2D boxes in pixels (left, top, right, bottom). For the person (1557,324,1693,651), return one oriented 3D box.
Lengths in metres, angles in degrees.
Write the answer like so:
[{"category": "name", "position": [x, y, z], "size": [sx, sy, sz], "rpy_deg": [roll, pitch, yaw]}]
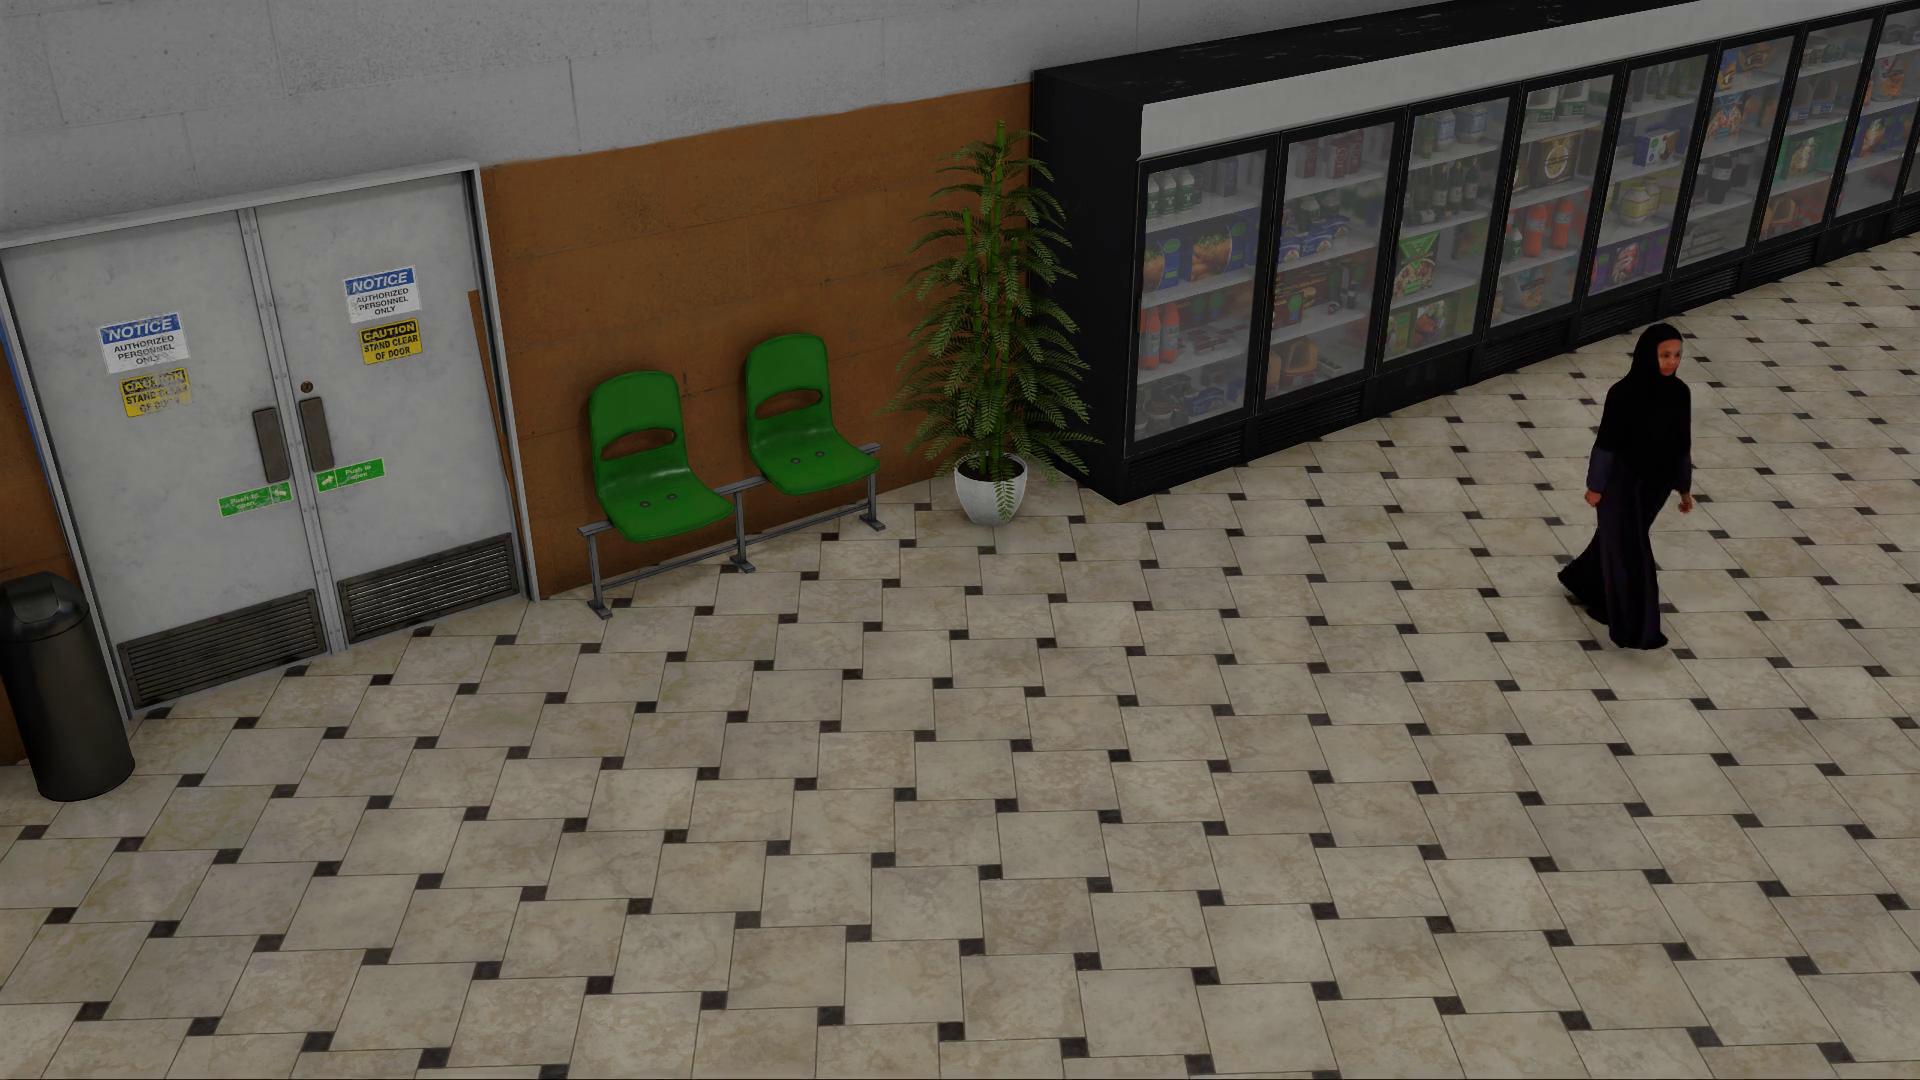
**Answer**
[{"category": "person", "position": [3.236, -0.317, 8.088], "size": [0.848, 1.606, 1.159], "rpy_deg": [-8, 30, -15]}]
